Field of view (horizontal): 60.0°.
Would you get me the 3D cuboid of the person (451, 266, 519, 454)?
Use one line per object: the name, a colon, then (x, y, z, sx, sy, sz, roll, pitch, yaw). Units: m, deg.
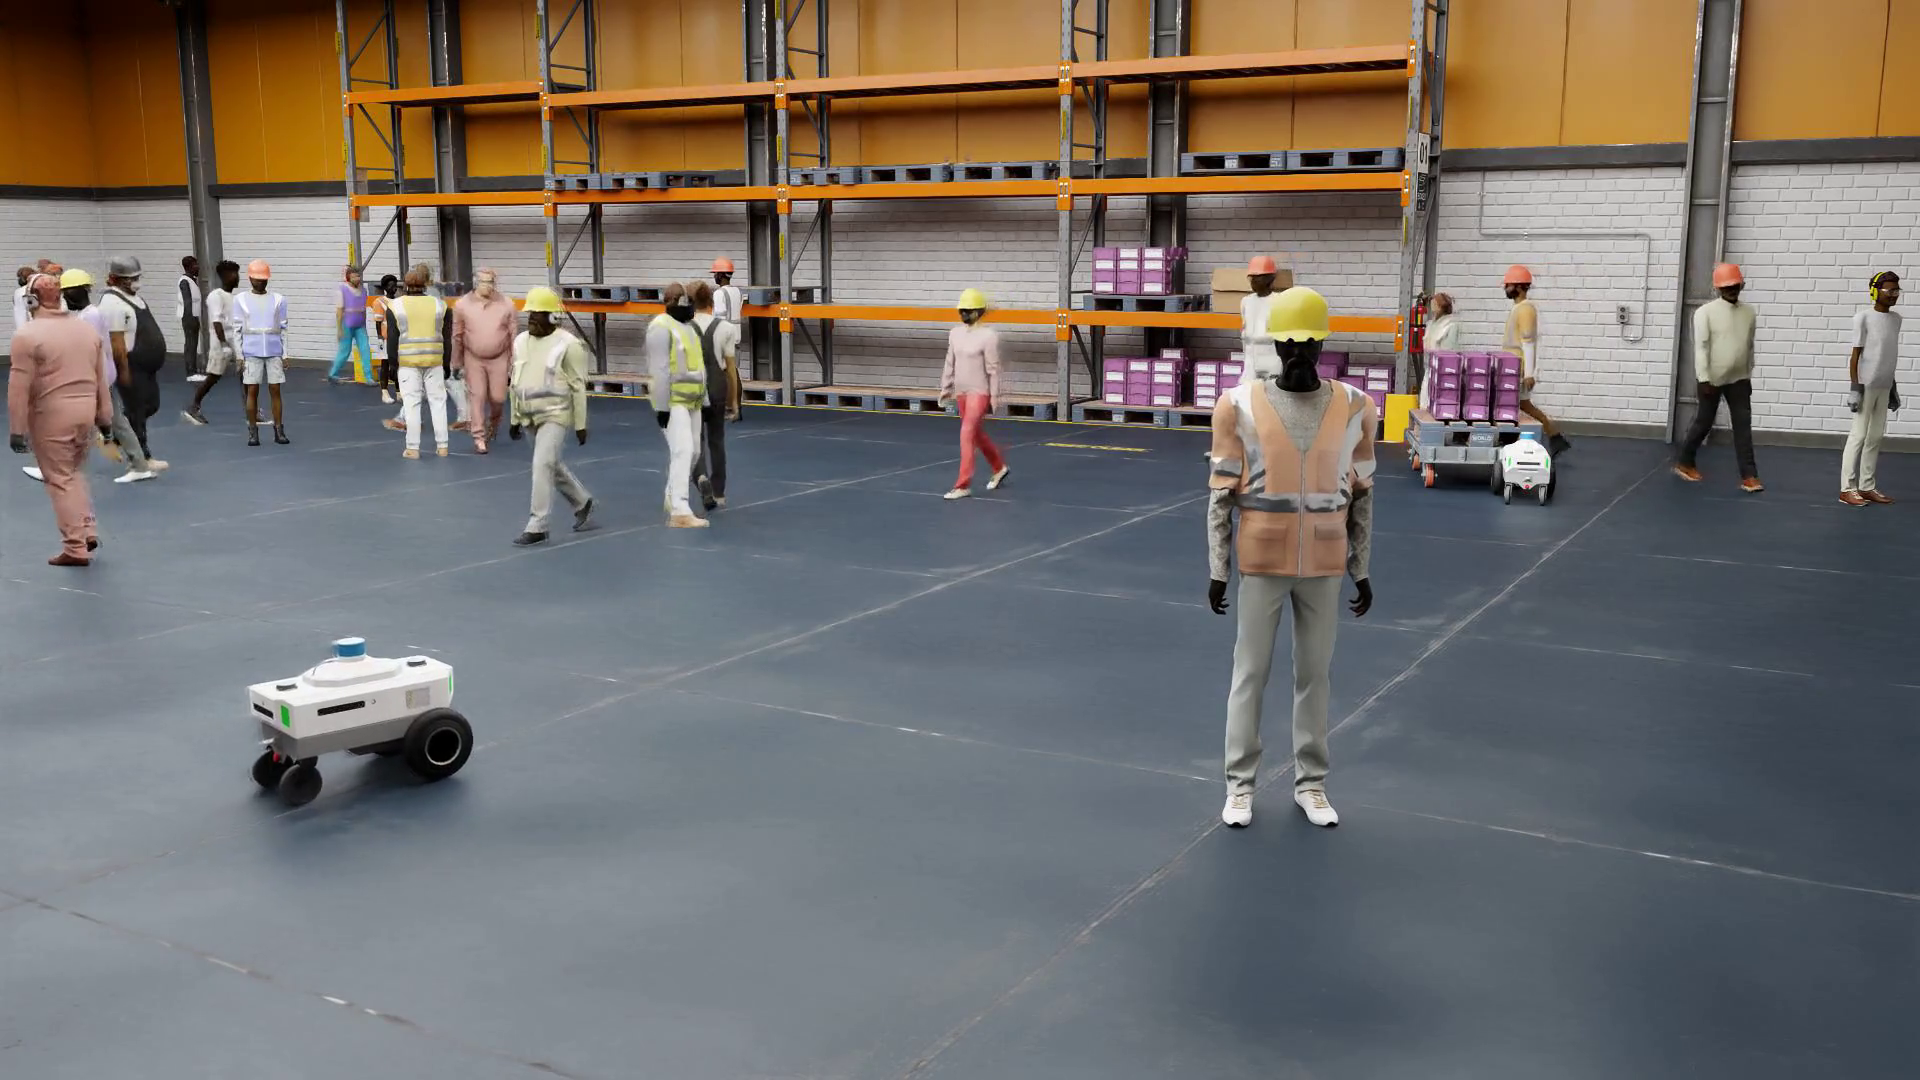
person: (-4.788, -1.824, 16.789, 0.675, 1.878, 0.637, -4, 11, -19)

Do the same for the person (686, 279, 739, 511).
person: (-1.981, -1.116, 12.962, 0.525, 1.817, 0.706, -3, 10, -15)

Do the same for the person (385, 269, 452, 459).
person: (-5.294, -1.718, 16.288, 0.625, 1.843, 0.430, -6, 12, -30)

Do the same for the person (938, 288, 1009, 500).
person: (0.148, -1.234, 13.857, 0.859, 1.730, 0.529, -9, 14, -42)

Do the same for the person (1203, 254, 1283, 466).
person: (2.705, -1.593, 15.162, 1.060, 1.984, 0.632, -8, 13, -37)

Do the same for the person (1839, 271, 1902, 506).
person: (7.337, -1.209, 13.327, 0.532, 1.871, 0.321, -4, 11, -24)

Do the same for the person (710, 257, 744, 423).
person: (-2.755, -2.337, 19.518, 0.354, 1.939, 0.545, 3, 11, 19)

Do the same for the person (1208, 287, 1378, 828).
person: (1.177, 0.074, 5.896, 0.594, 1.925, 0.378, 0, 10, -1)

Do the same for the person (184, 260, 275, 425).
person: (-8.550, -2.277, 19.262, 1.005, 1.925, 0.613, 2, 10, 9)

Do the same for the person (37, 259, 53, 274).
person: (-14.898, -3.647, 27.142, 0.653, 1.868, 0.663, 5, 11, 25)

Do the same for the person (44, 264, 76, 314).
person: (-11.025, -2.422, 20.223, 0.742, 1.864, 0.587, 2, 10, 12)

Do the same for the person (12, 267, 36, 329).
person: (-12.543, -2.799, 22.581, 0.979, 1.802, 0.631, 3, 11, 18)

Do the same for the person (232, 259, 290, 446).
person: (-7.268, -1.951, 17.344, 0.544, 1.935, 0.361, -6, 12, -31)

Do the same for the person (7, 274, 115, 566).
person: (-5.861, -0.769, 10.780, 0.532, 1.887, 0.684, 3, 11, 18)

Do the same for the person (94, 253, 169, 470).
person: (-7.626, -1.636, 15.259, 0.641, 2.000, 0.712, -2, 10, -12)

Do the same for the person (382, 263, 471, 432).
person: (-5.926, -2.127, 18.499, 1.035, 1.882, 0.631, 1, 10, 7)

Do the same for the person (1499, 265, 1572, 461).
person: (5.367, -1.661, 15.810, 0.950, 1.907, 0.545, 3, 10, 14)

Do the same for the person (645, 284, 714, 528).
person: (-2.098, -1.007, 12.444, 0.576, 1.794, 0.653, 3, 10, 17)

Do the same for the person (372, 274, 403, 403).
person: (-7.523, -2.663, 22.048, 0.318, 1.697, 0.535, 6, 12, 30)

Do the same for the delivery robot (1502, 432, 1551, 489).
delivery robot: (4.608, -0.636, 13.538, 0.477, 0.478, 0.707, 3, 10, 15)

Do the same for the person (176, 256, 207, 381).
person: (-11.868, -3.413, 25.665, 0.392, 1.920, 0.587, -3, 10, -16)

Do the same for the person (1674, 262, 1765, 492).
person: (6.563, -1.413, 14.322, 0.634, 1.940, 0.982, -2, 10, -11)

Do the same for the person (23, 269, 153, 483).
person: (-7.583, -1.396, 14.402, 1.011, 1.860, 0.585, -4, 11, -24)

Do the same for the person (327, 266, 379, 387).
person: (-8.998, -3.143, 24.540, 0.909, 1.792, 0.625, 6, 12, 30)

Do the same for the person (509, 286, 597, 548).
person: (-2.873, -0.889, 11.713, 0.594, 1.804, 0.878, 6, 12, 32)

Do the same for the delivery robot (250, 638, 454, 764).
delivery robot: (-2.338, 0.621, 6.416, 0.707, 0.478, 0.477, -9, 14, -43)

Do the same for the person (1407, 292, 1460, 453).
person: (4.868, -1.665, 16.629, 0.688, 1.618, 0.520, -3, 11, -18)
